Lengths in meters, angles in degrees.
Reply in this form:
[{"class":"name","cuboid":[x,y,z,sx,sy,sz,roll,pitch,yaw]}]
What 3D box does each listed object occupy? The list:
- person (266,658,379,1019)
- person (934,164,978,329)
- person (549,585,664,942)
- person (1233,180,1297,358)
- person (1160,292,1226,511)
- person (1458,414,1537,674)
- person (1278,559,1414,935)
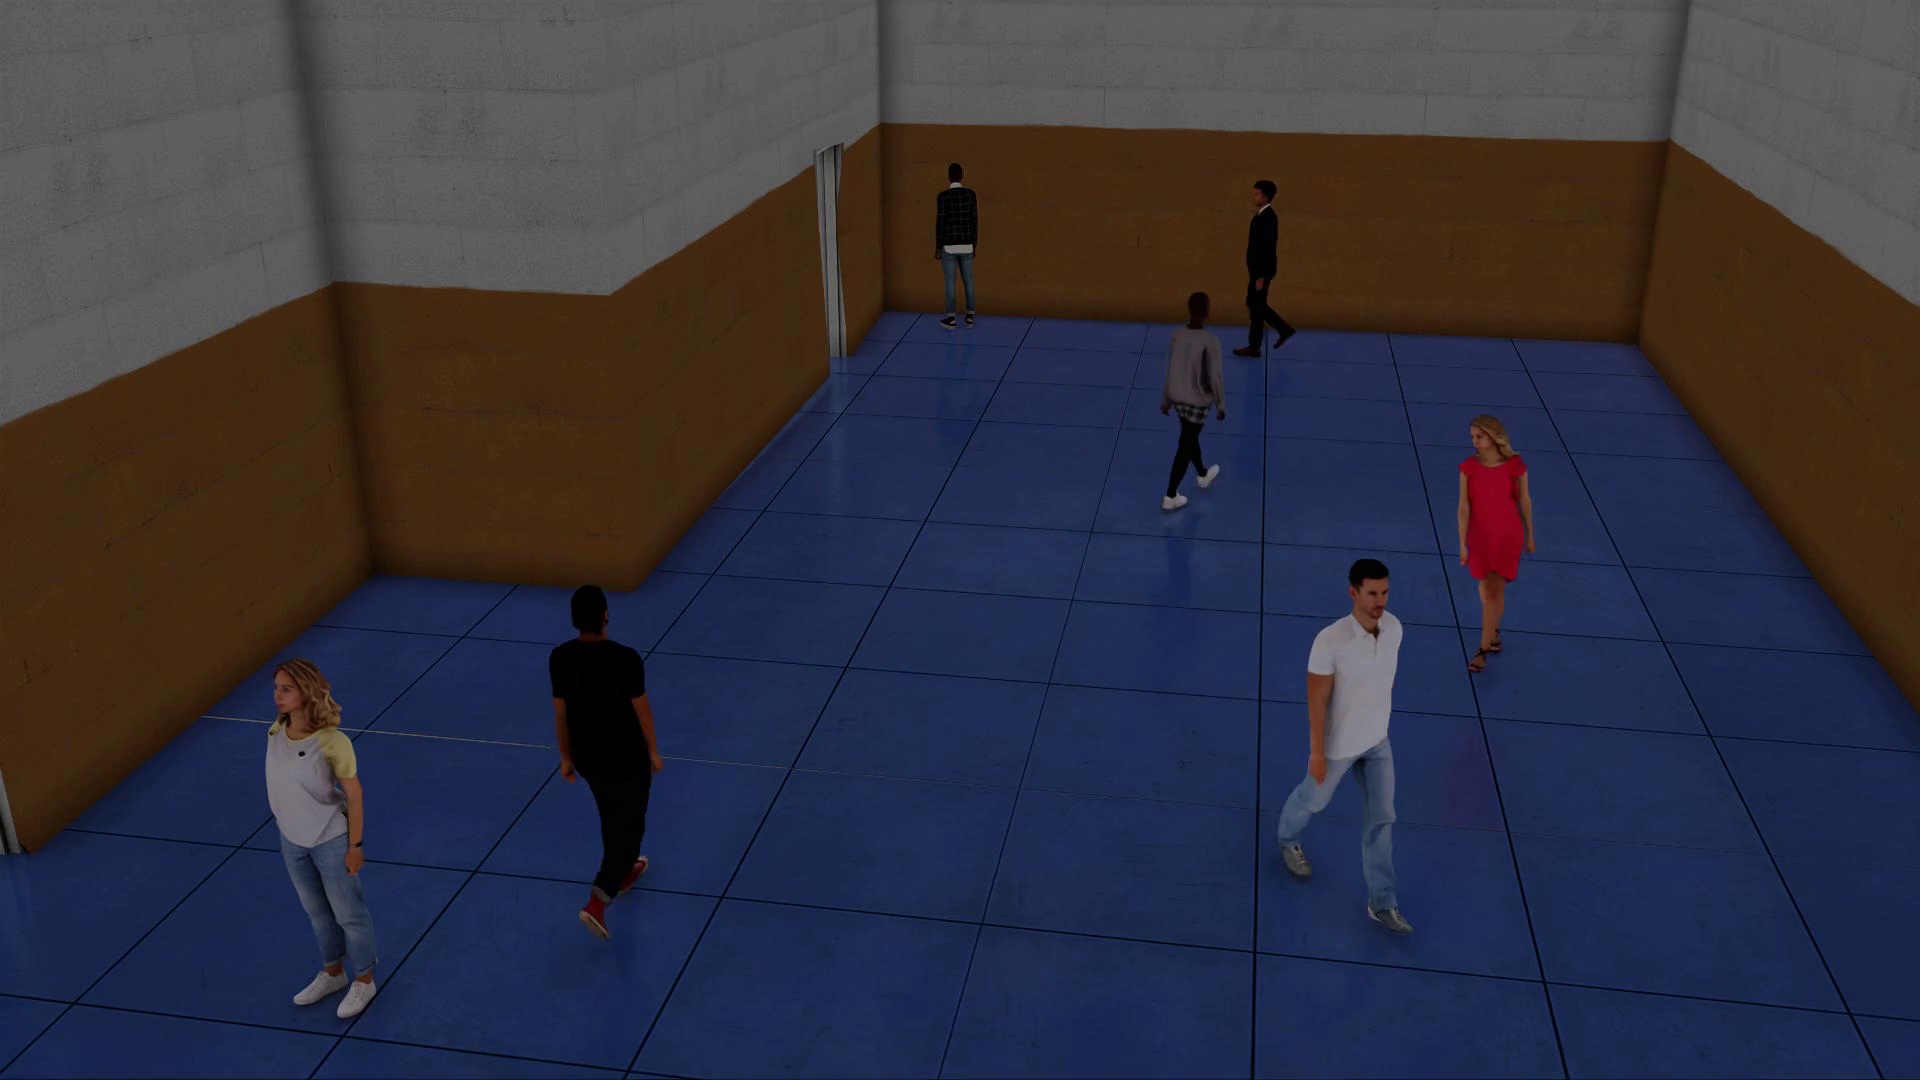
[{"class":"person","cuboid":[-2.813,1.303,7.330,0.562,1.723,0.732,9,24,21]},{"class":"person","cuboid":[-0.030,-3.306,18.692,0.680,1.820,0.805,-8,23,-18]},{"class":"person","cuboid":[-1.691,1.071,7.912,1.025,1.735,0.793,7,23,17]},{"class":"person","cuboid":[3.256,-2.829,17.435,0.856,1.872,0.711,4,22,10]},{"class":"person","cuboid":[1.782,-1.076,13.244,1.102,1.744,1.078,20,29,41]},{"class":"person","cuboid":[3.469,-0.013,10.690,0.932,1.675,0.893,7,23,18]},{"class":"person","cuboid":[1.854,0.937,8.135,1.236,1.818,1.150,-8,23,-19]}]
